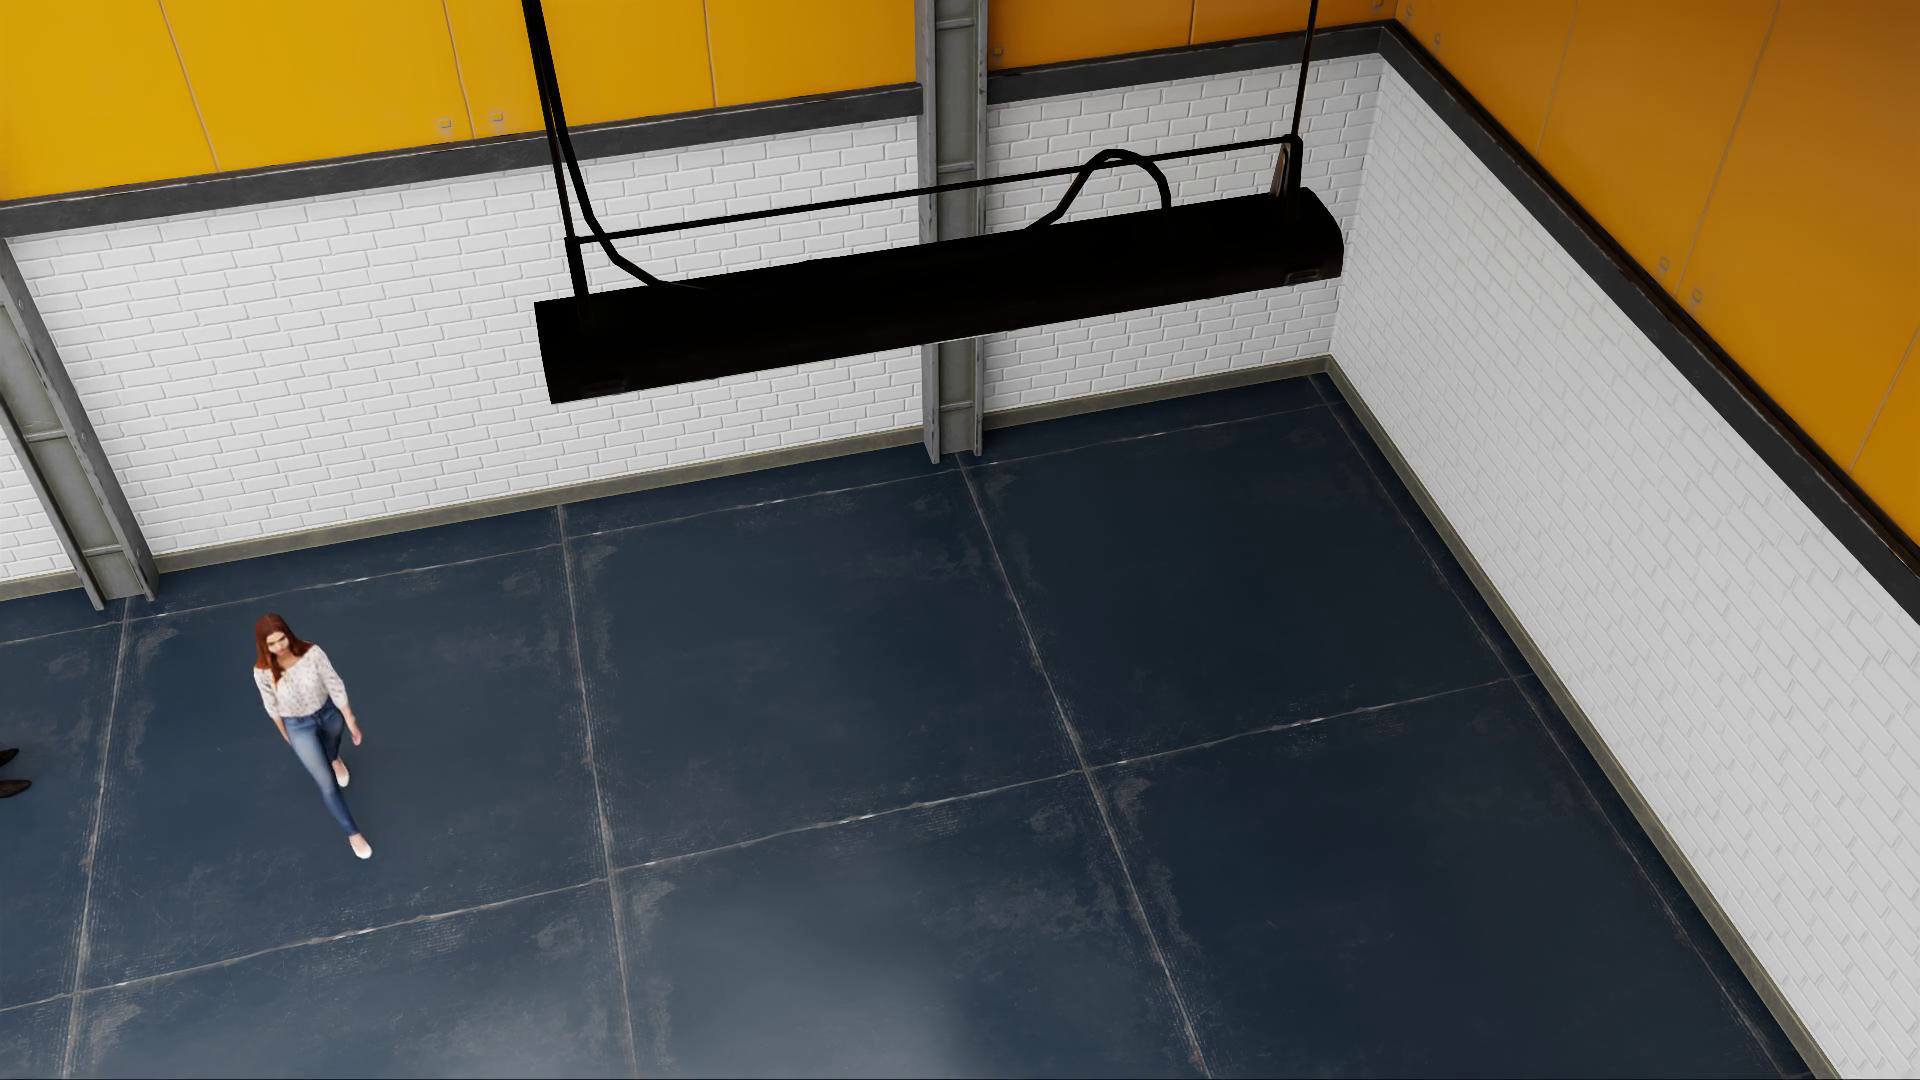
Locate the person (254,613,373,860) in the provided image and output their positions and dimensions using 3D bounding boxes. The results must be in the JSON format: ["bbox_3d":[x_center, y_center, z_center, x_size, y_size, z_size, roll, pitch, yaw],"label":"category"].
[{"bbox_3d":[-3.816,1.006,9.787,1.165,1.682,0.928,-25,49,-24],"label":"person"}]
